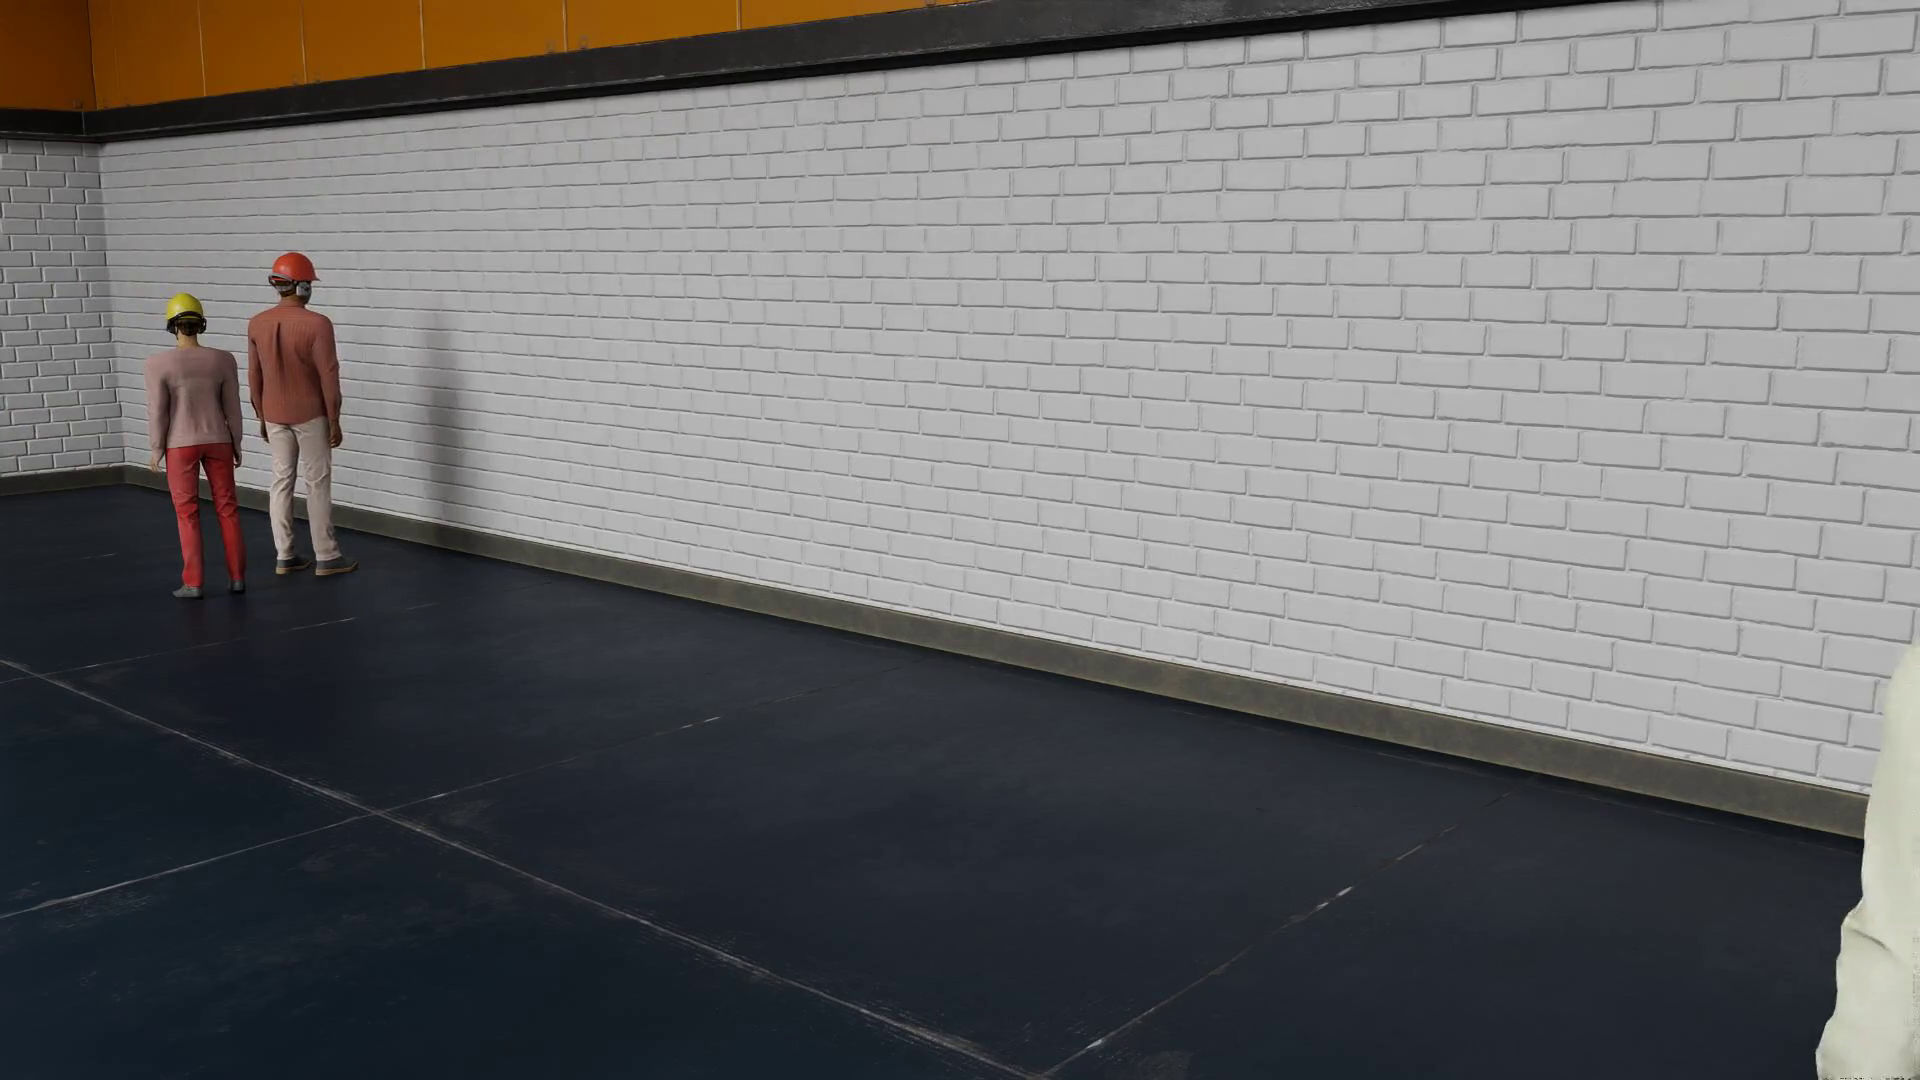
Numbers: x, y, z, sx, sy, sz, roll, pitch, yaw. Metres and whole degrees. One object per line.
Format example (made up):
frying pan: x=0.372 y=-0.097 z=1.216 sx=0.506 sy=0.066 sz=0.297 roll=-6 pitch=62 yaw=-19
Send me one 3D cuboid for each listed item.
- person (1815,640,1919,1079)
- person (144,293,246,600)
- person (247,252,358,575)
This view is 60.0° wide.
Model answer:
person: x=1.301 y=0.683 z=2.052 sx=0.622 sy=1.987 sz=0.426 roll=-3 pitch=10 yaw=-16
person: x=-4.422 y=-0.538 z=9.624 sx=0.530 sy=1.767 sz=0.328 roll=-10 pitch=14 yaw=-44
person: x=-4.093 y=-0.774 z=10.318 sx=0.612 sy=1.994 sz=0.395 roll=3 pitch=10 yaw=16
